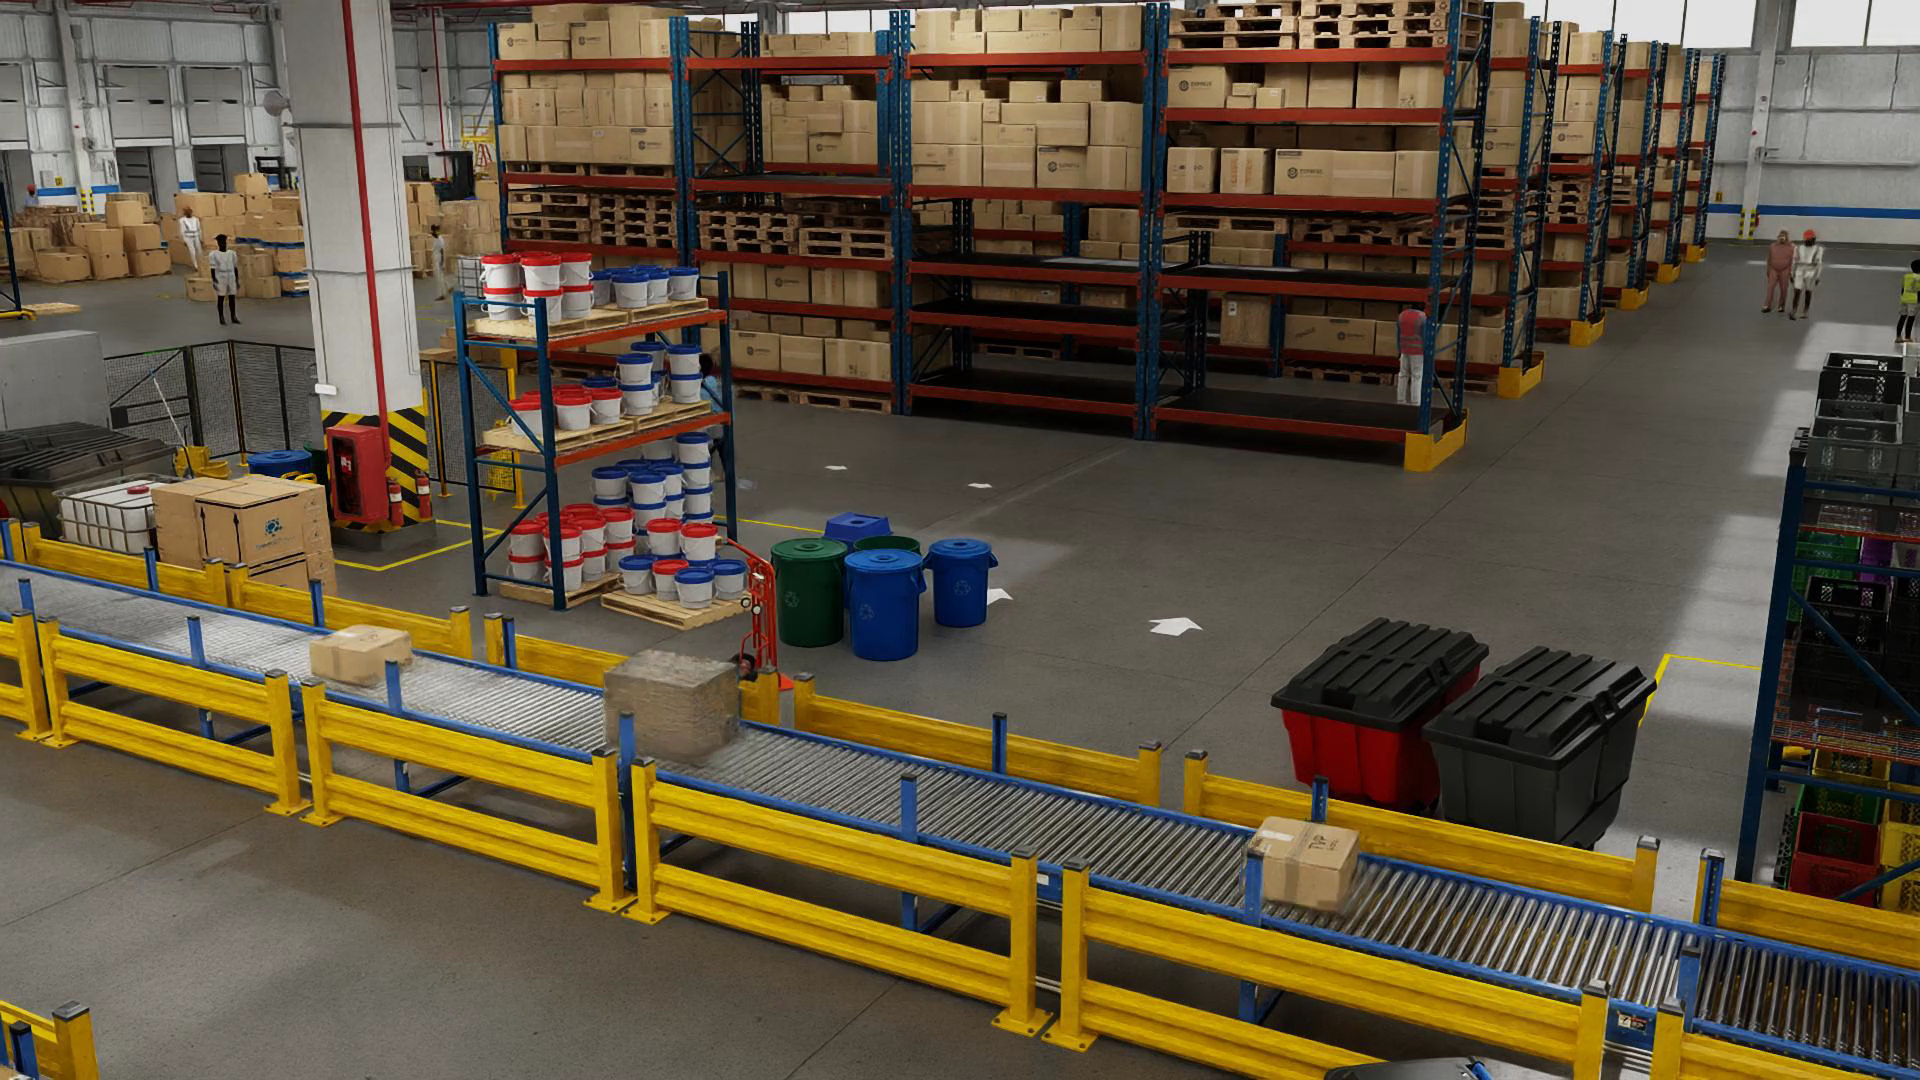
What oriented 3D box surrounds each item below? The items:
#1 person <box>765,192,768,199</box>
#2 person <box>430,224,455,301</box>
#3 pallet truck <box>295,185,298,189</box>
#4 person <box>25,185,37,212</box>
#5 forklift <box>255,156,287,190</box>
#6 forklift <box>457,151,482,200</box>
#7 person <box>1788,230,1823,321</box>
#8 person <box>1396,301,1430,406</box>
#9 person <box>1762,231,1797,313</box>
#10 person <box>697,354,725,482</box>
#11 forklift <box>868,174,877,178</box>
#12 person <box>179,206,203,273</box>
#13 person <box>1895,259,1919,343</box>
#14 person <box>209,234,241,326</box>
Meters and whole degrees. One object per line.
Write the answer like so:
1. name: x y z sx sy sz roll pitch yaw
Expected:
1. person: -8.052 -14.015 67.590 0.632 1.939 0.368 1 15 2
2. person: -12.614 -6.749 40.452 0.493 1.857 0.522 -12 19 -38
3. pallet truck: -26.804 -14.617 69.738 1.885 1.965 0.823 -14 20 -42
4. person: -32.086 -11.316 57.566 1.020 1.888 0.563 0 15 1
5. forklift: -24.235 -12.131 58.703 1.129 2.768 1.873 0 15 0
6. forklift: -19.017 -13.621 64.305 1.873 2.768 1.129 1 15 2
7. person: 18.756 -5.874 36.899 0.626 1.987 1.036 12 19 38
8. person: 7.154 -2.954 26.199 0.429 1.840 0.629 -10 18 -33
9. person: 18.764 -6.128 38.084 0.663 1.867 0.960 12 19 38
10. person: -3.274 -1.532 21.175 0.739 1.664 0.552 0 15 1
11. forklift: -2.952 -11.669 56.966 1.873 2.768 1.129 -3 15 -11
12. person: -21.636 -8.474 46.892 0.400 1.869 0.586 12 19 38
13. person: 19.025 -4.764 33.267 0.320 1.698 0.538 -2 15 -8
14. person: -15.919 -5.641 36.057 0.373 1.966 0.607 14 20 42
